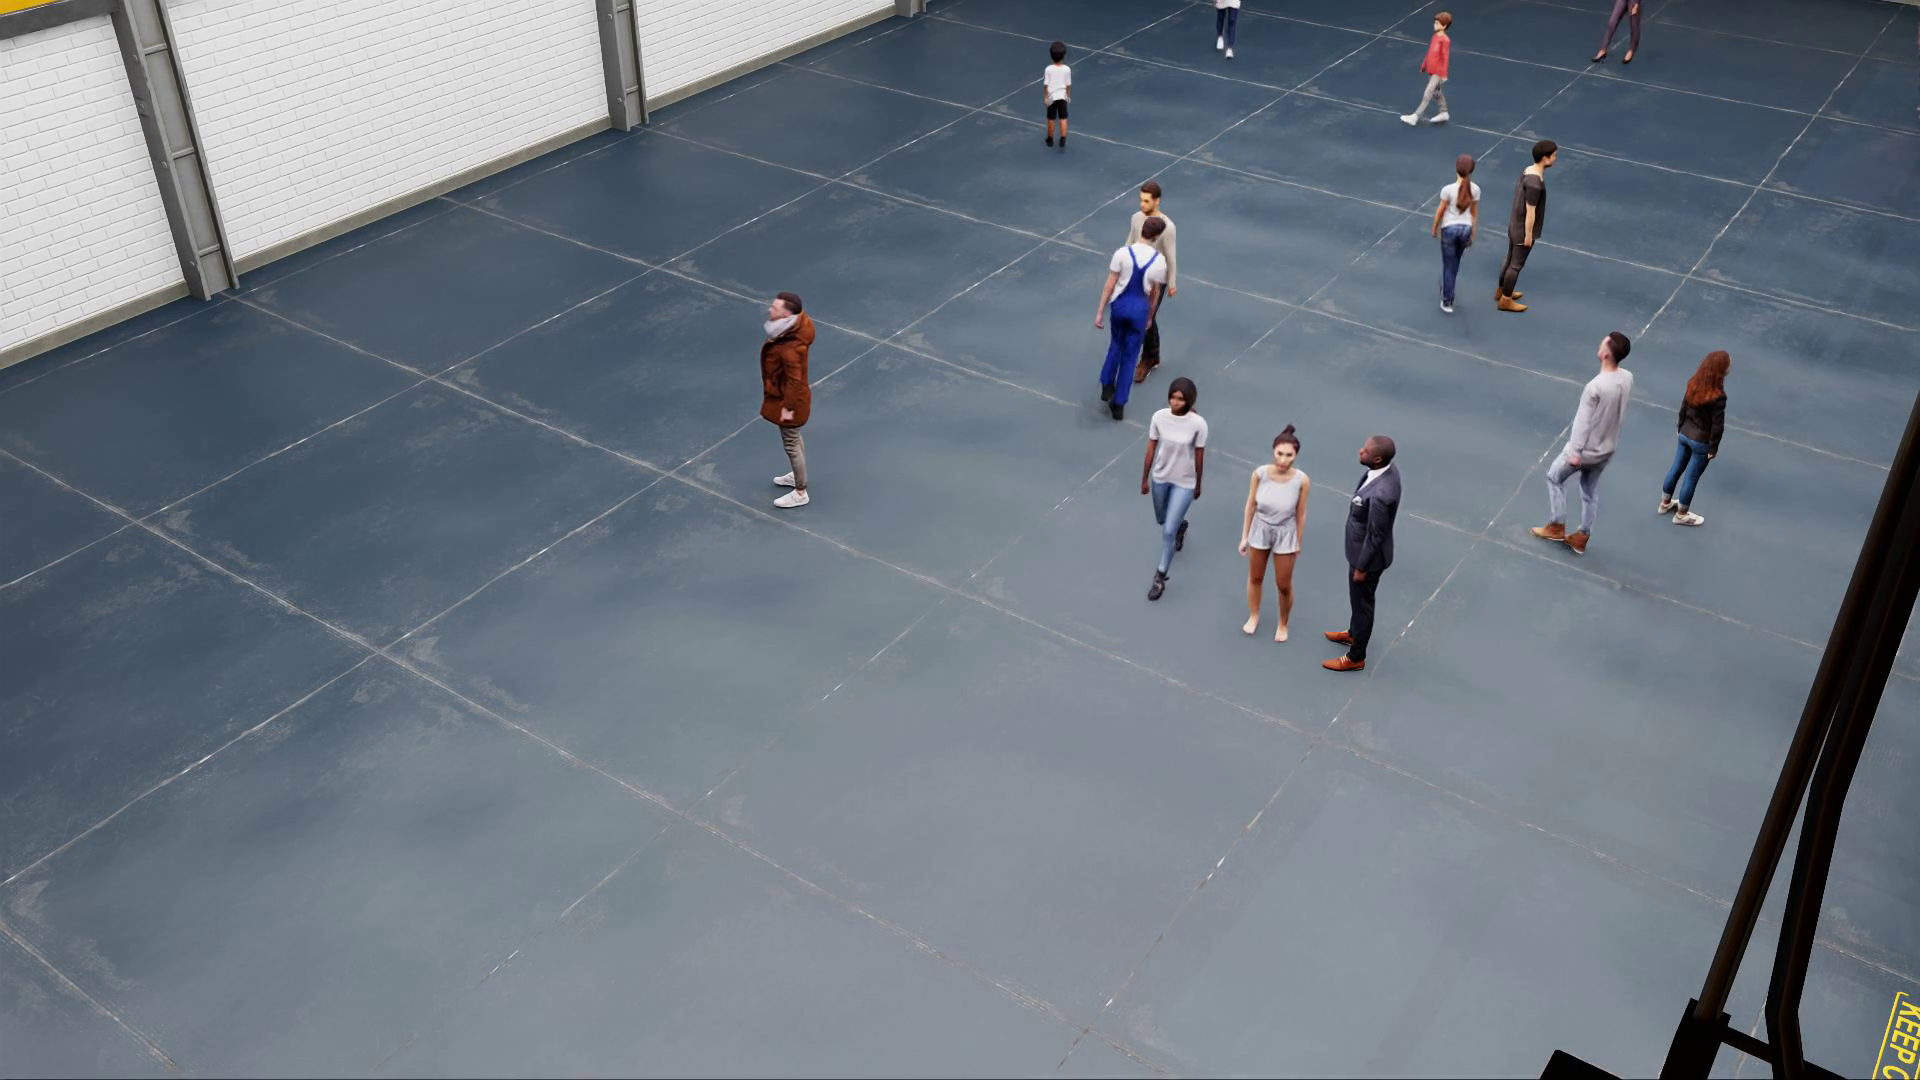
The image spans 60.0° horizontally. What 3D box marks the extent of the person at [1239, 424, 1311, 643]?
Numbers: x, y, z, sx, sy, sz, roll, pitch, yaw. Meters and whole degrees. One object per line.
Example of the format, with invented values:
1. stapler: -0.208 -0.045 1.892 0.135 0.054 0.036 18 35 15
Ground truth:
1. person: 2.224 -0.066 11.823 0.646 1.607 0.686 12 35 18

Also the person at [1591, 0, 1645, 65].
1. person: 9.210 -7.296 22.667 1.029 1.644 0.867 -17 37 -24

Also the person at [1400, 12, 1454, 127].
1. person: 5.999 -5.845 20.721 0.974 1.381 0.913 -6 34 -9

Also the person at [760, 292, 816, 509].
1. person: -1.352 -1.135 13.224 0.917 1.838 0.848 -3 34 -4

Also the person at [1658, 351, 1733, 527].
1. person: 5.791 -0.819 13.068 0.667 1.483 0.640 -11 35 -16

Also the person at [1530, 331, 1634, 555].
1. person: 4.832 -0.683 12.556 0.763 1.824 0.887 -19 38 -27

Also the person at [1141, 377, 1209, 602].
1. person: 1.605 -0.448 12.322 0.702 1.692 1.113 16 37 22

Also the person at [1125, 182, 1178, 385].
1. person: 1.781 -2.383 15.093 0.813 1.846 0.746 -27 42 -35

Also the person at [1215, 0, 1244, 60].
1. person: 3.701 -7.591 23.039 1.022 1.725 1.232 2 34 3

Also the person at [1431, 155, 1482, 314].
1. person: 4.868 -2.975 16.260 0.836 1.541 0.961 0 34 0

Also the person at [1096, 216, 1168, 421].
1. person: 1.453 -1.909 14.424 0.885 1.798 0.951 0 34 -1

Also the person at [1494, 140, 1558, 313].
1. person: 5.512 -3.088 16.276 0.749 1.711 0.625 4 34 6

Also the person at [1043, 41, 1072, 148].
1. person: 1.178 -5.404 20.168 0.571 1.259 0.623 -3 34 -5

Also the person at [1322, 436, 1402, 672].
1. person: 2.795 0.078 11.411 0.823 1.823 0.671 9 35 13
